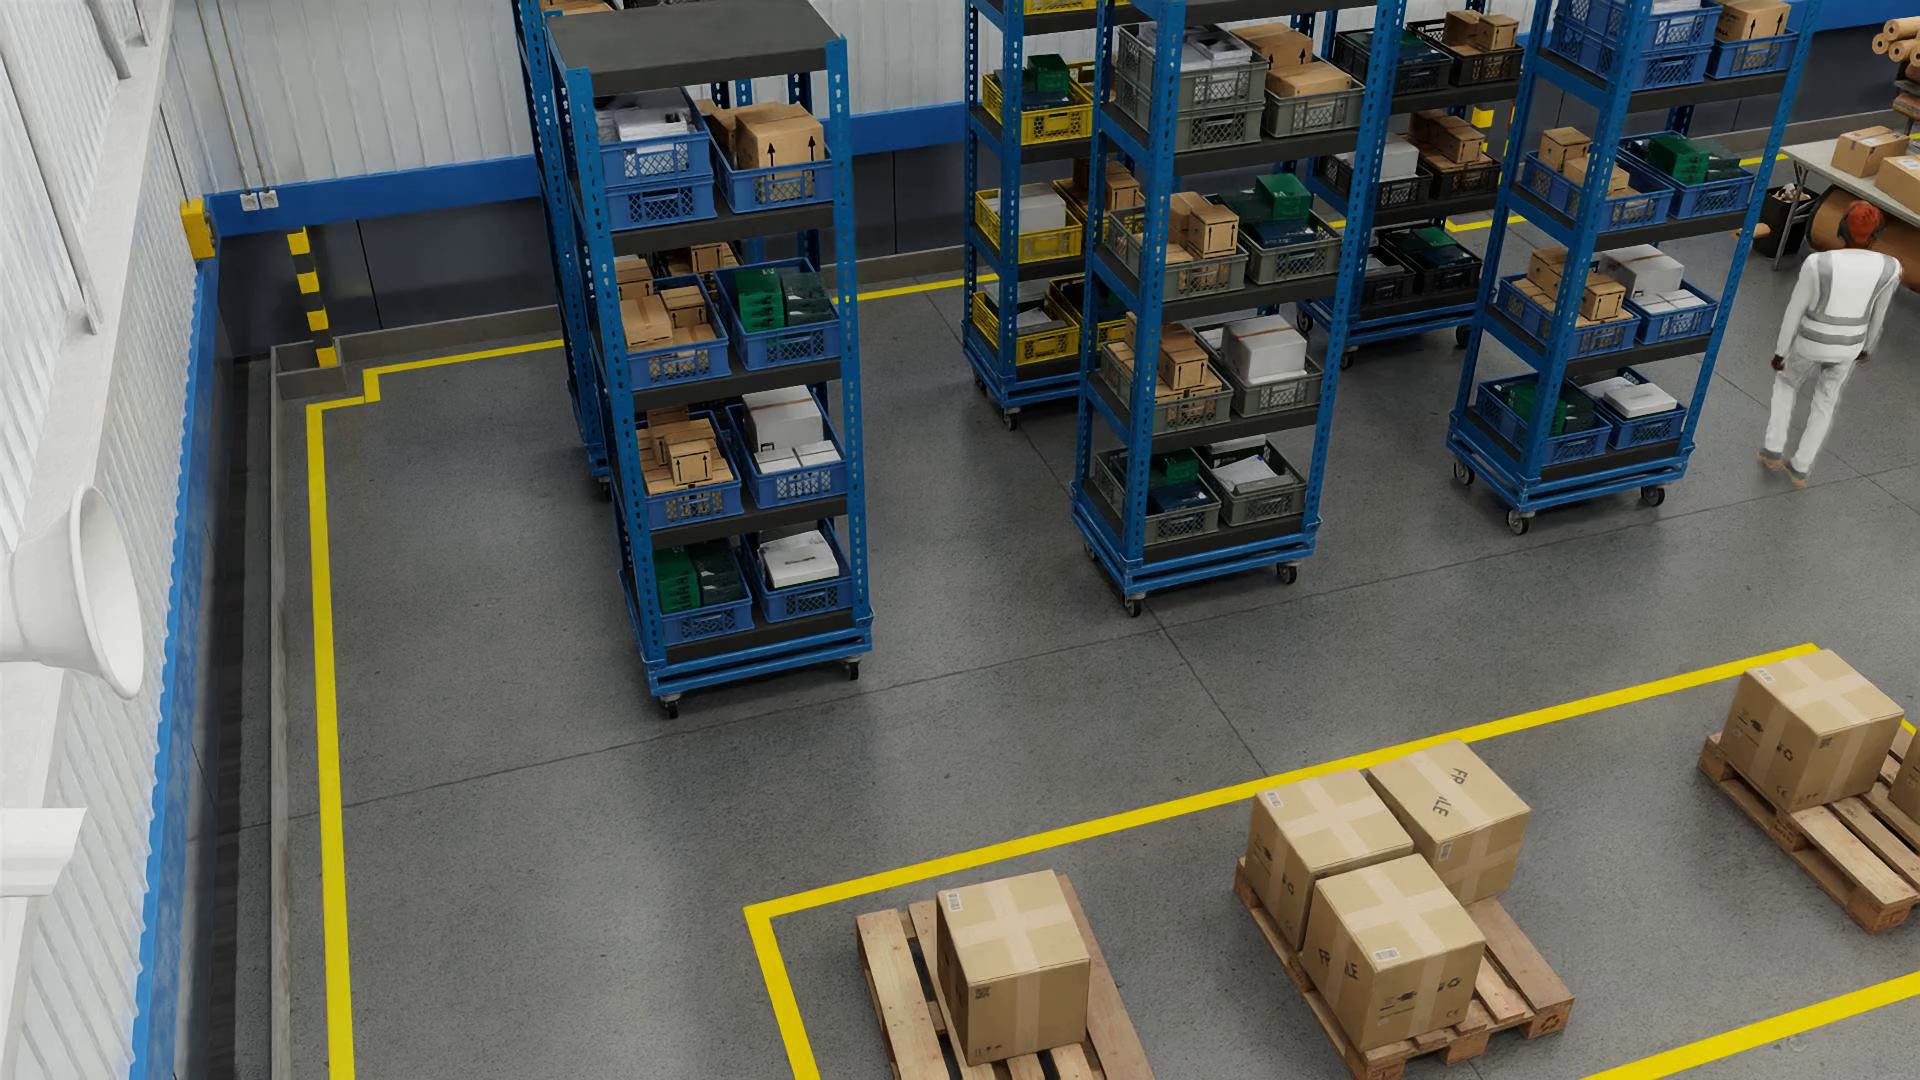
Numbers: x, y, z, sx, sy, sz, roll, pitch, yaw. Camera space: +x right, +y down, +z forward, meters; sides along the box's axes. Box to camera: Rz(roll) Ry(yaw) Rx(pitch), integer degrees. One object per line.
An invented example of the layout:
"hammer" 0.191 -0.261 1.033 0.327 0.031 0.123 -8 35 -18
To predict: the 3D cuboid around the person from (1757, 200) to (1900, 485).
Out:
"person" 5.411 -1.232 10.418 0.602 1.864 0.508 6 36 9
